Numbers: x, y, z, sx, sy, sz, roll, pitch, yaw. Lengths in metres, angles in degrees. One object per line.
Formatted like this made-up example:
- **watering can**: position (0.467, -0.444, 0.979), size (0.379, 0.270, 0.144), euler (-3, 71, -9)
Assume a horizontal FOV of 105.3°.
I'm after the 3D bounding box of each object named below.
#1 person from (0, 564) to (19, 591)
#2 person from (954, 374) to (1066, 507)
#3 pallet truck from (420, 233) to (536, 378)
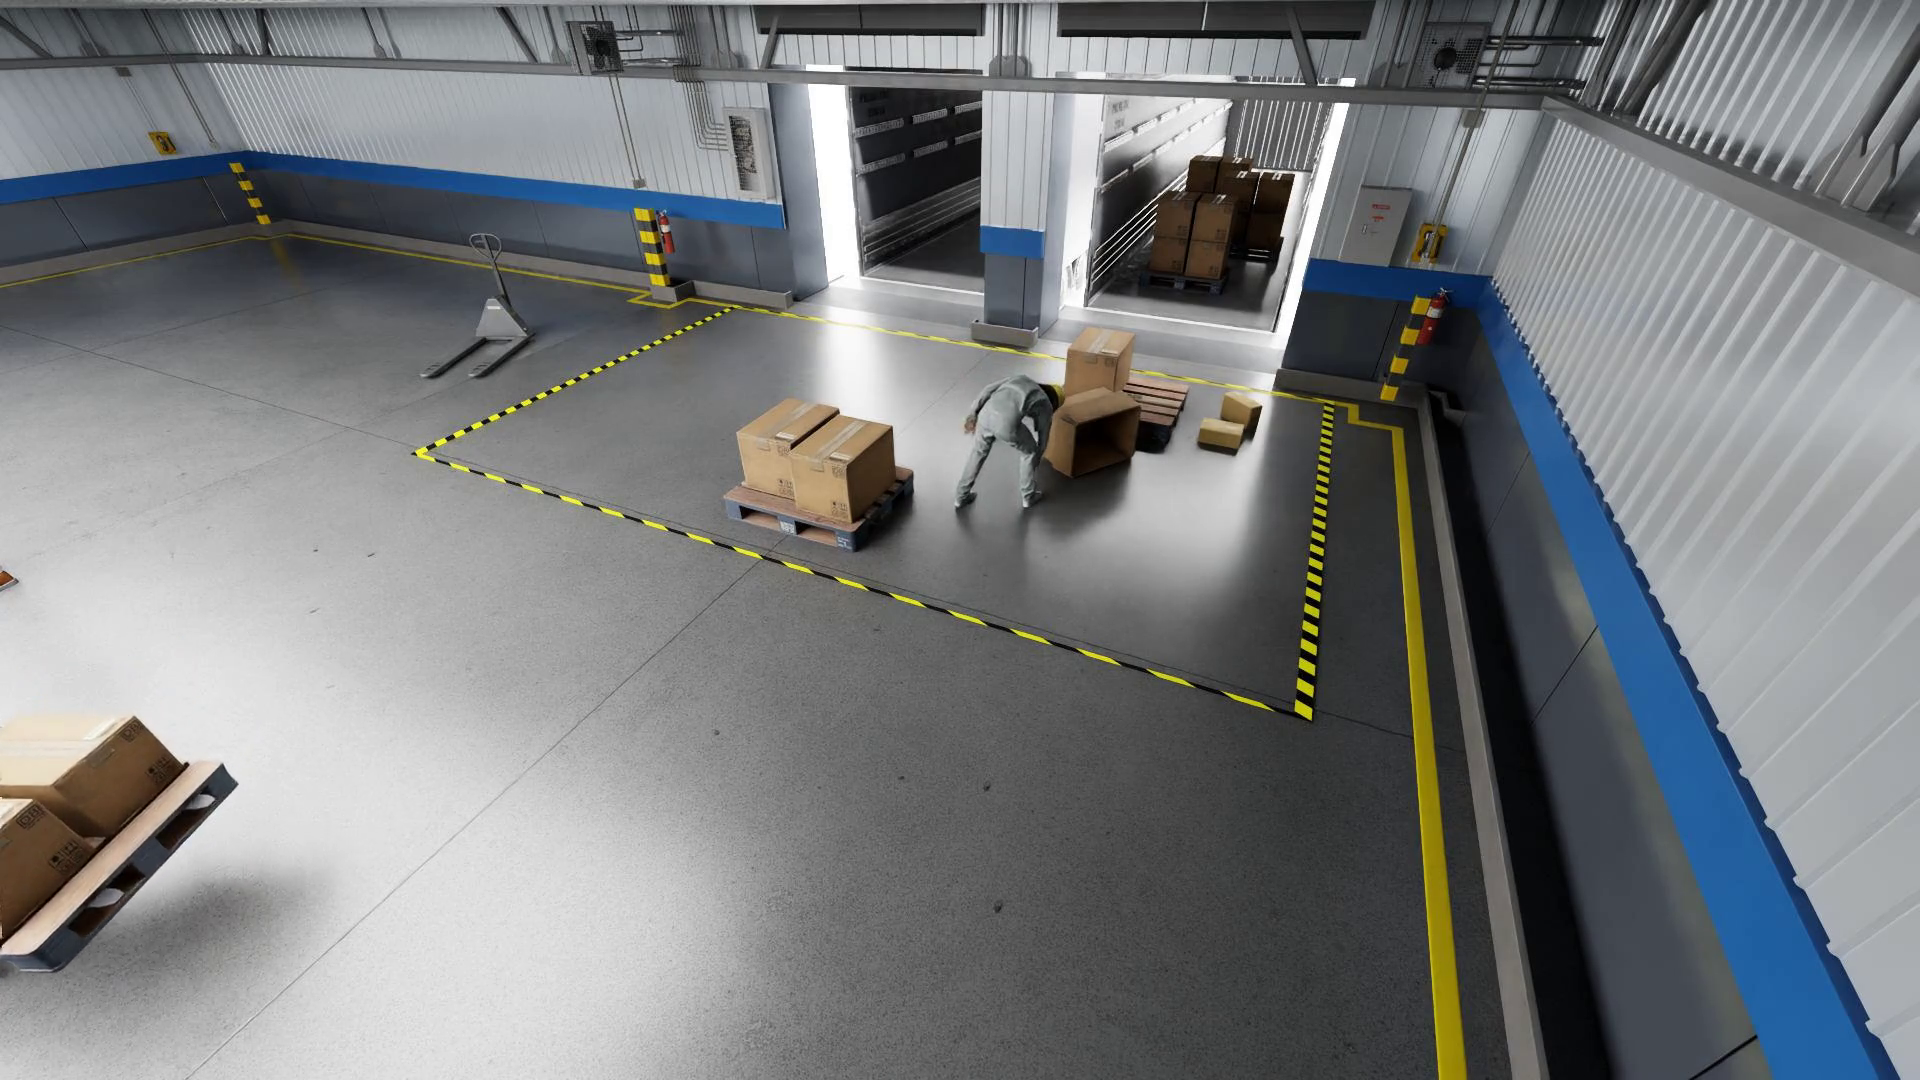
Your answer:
- **person**: position (-6.904, -0.444, 4.632), size (0.603, 1.949, 0.395), euler (18, 39, 23)
- **person**: position (0.413, -0.833, 5.926), size (0.638, 1.091, 0.839), euler (17, 39, 22)
- **pallet truck**: position (-5.664, -2.712, 8.427), size (0.680, 1.201, 1.601), euler (0, 35, -1)
